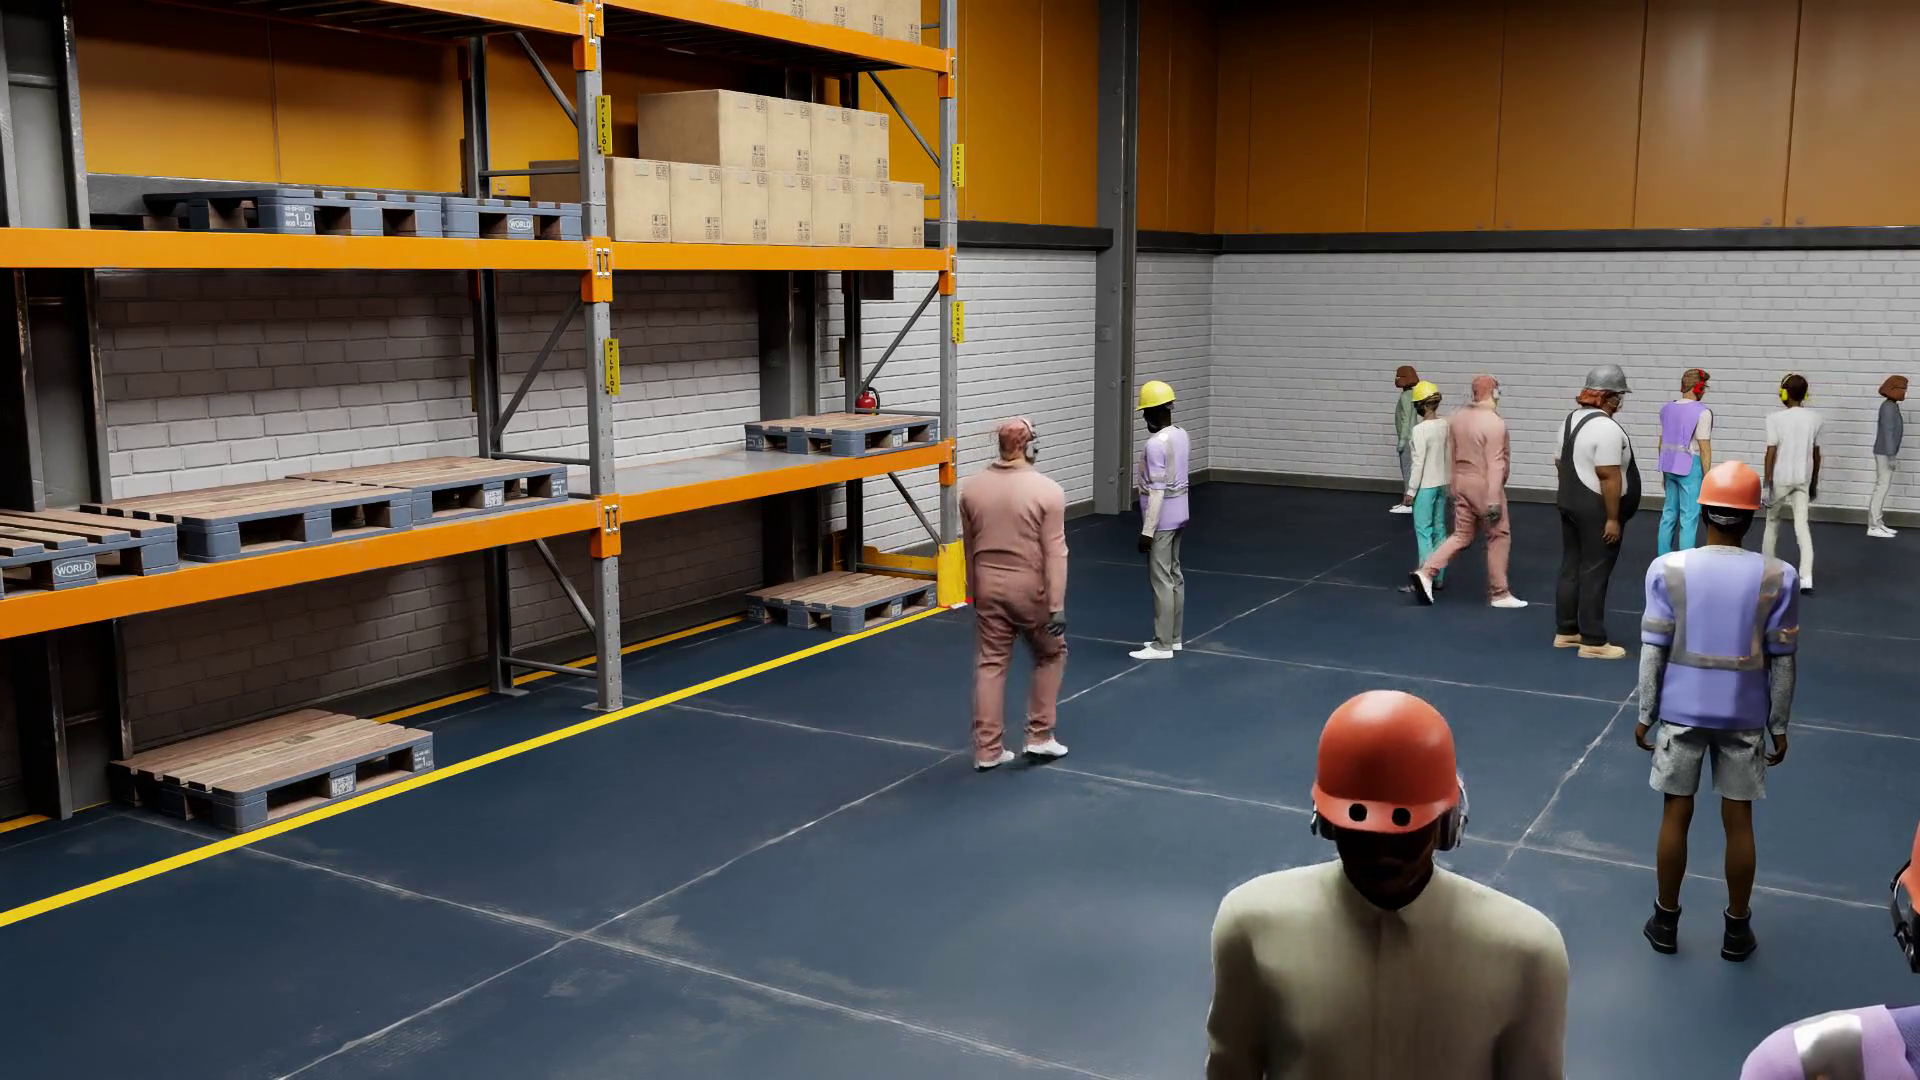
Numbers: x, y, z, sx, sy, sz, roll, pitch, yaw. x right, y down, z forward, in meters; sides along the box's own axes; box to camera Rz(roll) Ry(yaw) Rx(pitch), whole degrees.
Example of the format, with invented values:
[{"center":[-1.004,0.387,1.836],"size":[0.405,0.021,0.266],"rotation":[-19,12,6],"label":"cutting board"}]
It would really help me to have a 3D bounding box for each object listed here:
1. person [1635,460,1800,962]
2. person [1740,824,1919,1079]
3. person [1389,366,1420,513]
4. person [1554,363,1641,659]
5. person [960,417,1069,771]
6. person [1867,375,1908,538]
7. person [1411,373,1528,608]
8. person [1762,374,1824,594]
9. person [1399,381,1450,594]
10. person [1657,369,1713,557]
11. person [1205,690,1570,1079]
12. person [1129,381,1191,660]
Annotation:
[{"center":[2.913,0.657,6.439],"size":[0.553,1.935,0.362],"rotation":[4,10,21],"label":"person"},{"center":[1.312,1.286,2.186],"size":[0.616,2.041,0.378],"rotation":[0,9,3],"label":"person"},{"center":[4.933,-1.112,18.426],"size":[0.286,1.634,0.500],"rotation":[4,10,25],"label":"person"},{"center":[4.443,-0.213,11.552],"size":[0.536,2.000,0.688],"rotation":[-1,9,-7],"label":"person"},{"center":[0.342,0.284,8.933],"size":[0.690,1.883,0.684],"rotation":[6,11,33],"label":"person"},{"center":[9.363,-0.843,16.775],"size":[0.280,1.629,0.511],"rotation":[6,11,32],"label":"person"},{"center":[4.053,-0.381,13.154],"size":[0.850,1.872,0.636],"rotation":[-2,9,-13],"label":"person"},{"center":[6.977,-0.472,13.942],"size":[0.521,1.821,1.001],"rotation":[1,9,6],"label":"person"},{"center":[3.853,-0.429,13.781],"size":[0.327,1.761,0.522],"rotation":[9,13,44],"label":"person"},{"center":[6.195,-0.542,14.237],"size":[0.390,1.838,0.563],"rotation":[-3,10,-19],"label":"person"},{"center":[0.706,1.224,2.807],"size":[0.616,1.975,0.594],"rotation":[2,9,11],"label":"person"},{"center":[1.371,-0.131,11.418],"size":[0.376,1.918,0.584],"rotation":[4,10,25],"label":"person"}]
